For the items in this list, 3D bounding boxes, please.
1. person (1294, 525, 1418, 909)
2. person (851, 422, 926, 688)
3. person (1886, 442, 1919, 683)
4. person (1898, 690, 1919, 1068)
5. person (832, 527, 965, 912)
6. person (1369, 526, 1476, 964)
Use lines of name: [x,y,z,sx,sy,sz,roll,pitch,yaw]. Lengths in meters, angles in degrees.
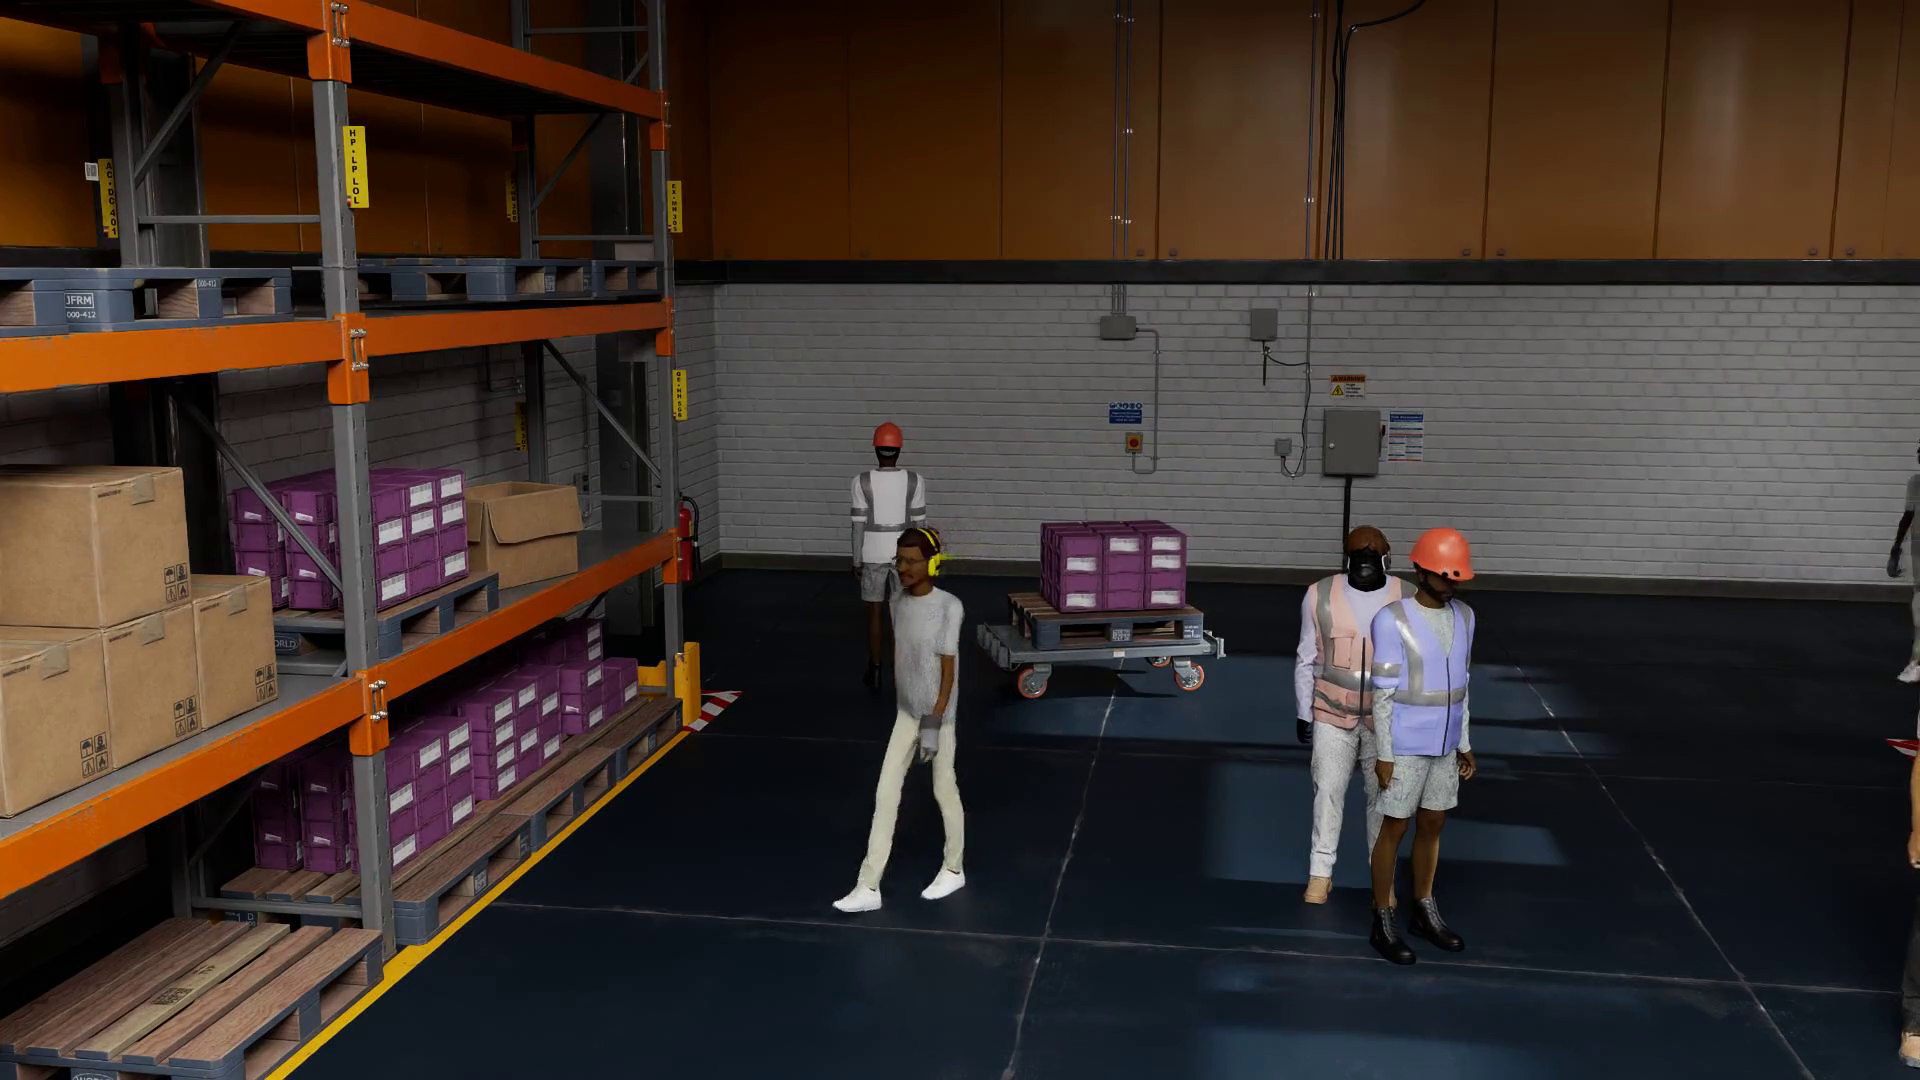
person: [1.908,0.840,7.928,0.634,1.842,0.429,2,9,14]
person: [-0.526,0.109,12.142,0.553,1.935,0.364,-2,9,-10]
person: [7.075,0.135,12.255,0.653,1.847,0.550,-3,10,-16]
person: [3.859,1.108,6.281,0.506,1.841,0.346,3,10,16]
person: [-0.255,0.866,7.818,0.506,1.832,0.891,8,12,39]
person: [2.059,0.891,7.335,0.543,1.932,0.370,-5,10,-27]
